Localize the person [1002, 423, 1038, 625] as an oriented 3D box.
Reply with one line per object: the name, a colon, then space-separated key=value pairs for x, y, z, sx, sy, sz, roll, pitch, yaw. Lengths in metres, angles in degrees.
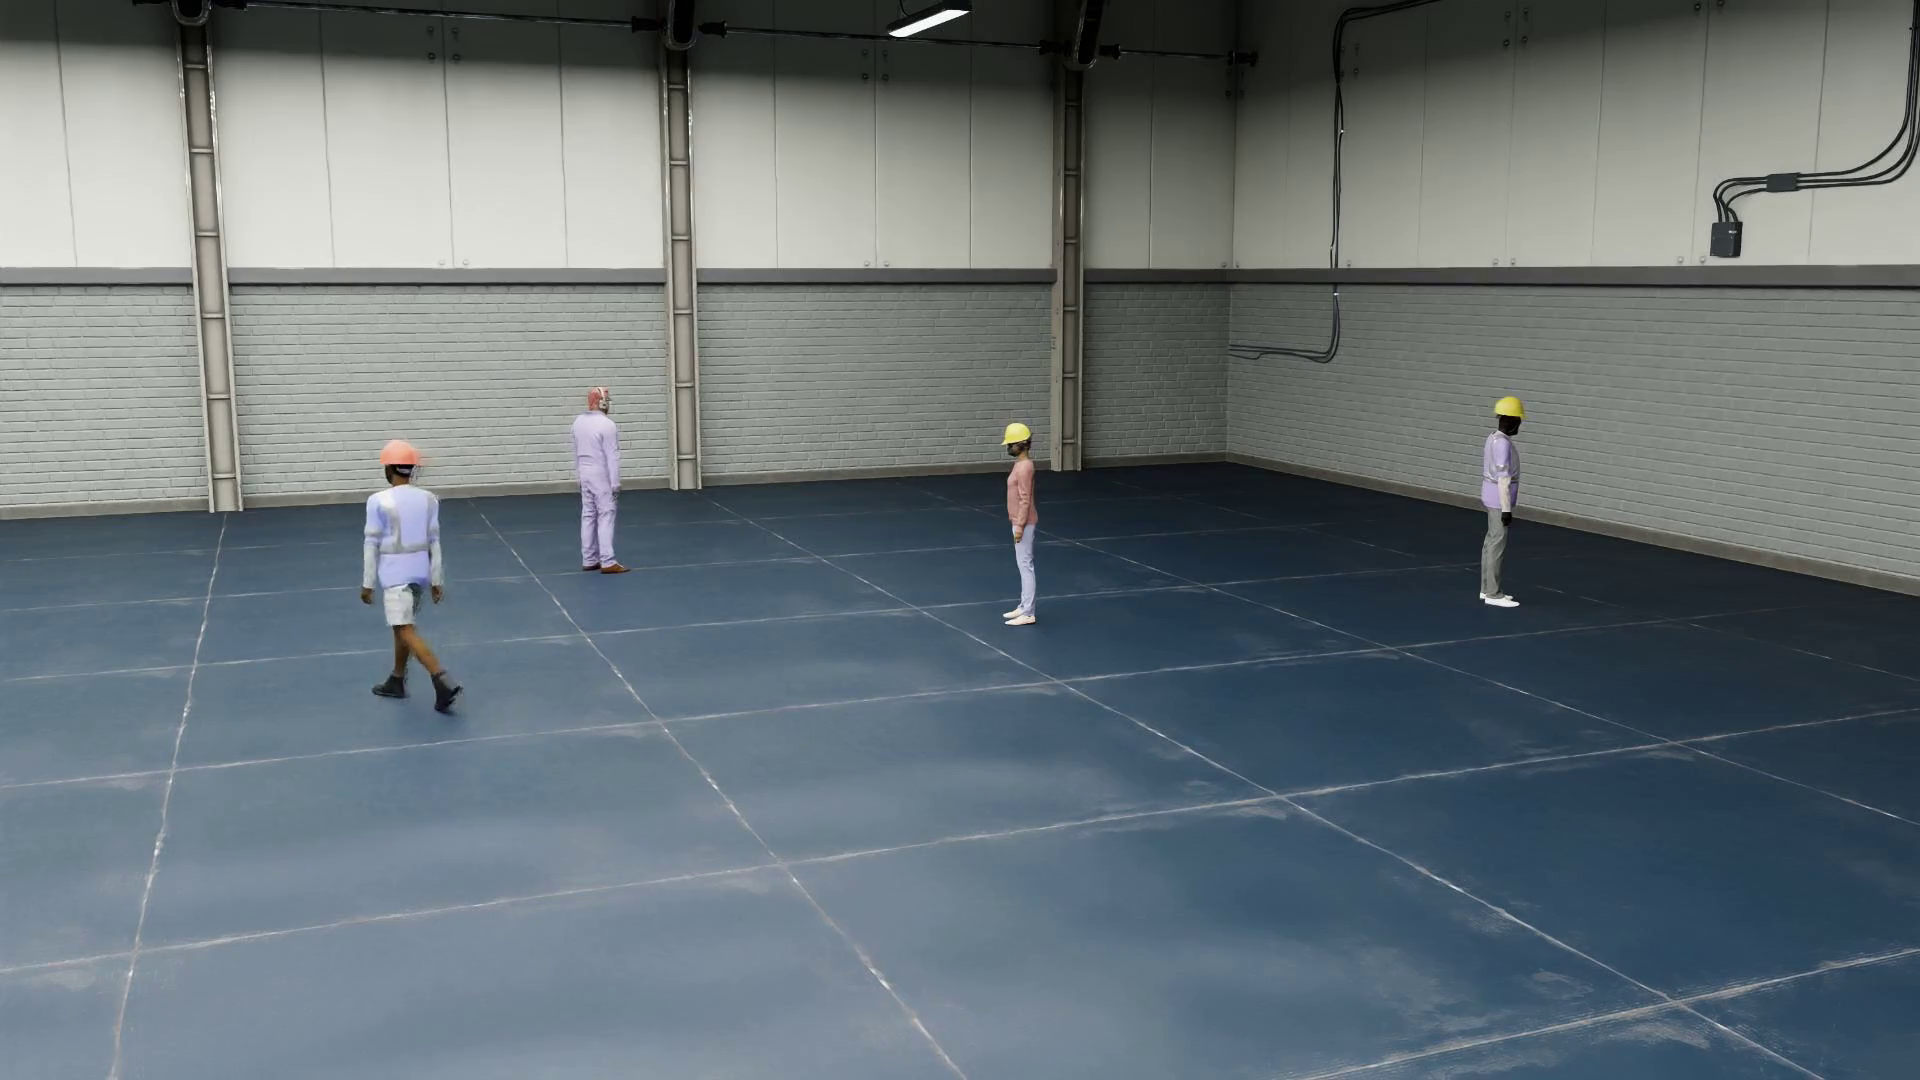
person: x=0.520 y=-0.139 z=14.464 sx=0.318 sy=1.764 sz=0.522 roll=0 pitch=9 yaw=1

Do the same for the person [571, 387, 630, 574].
person: x=-3.662 y=-0.611 z=16.980 sx=0.651 sy=1.904 sz=0.403 roll=8 pitch=12 yaw=41

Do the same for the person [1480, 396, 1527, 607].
person: x=4.989 y=-0.356 z=15.303 sx=0.362 sy=1.928 sz=0.587 roll=1 pitch=9 yaw=9

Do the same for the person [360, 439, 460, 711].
person: x=-3.847 y=0.243 z=11.667 sx=0.952 sy=1.898 sz=0.541 roll=5 pitch=11 yaw=30
